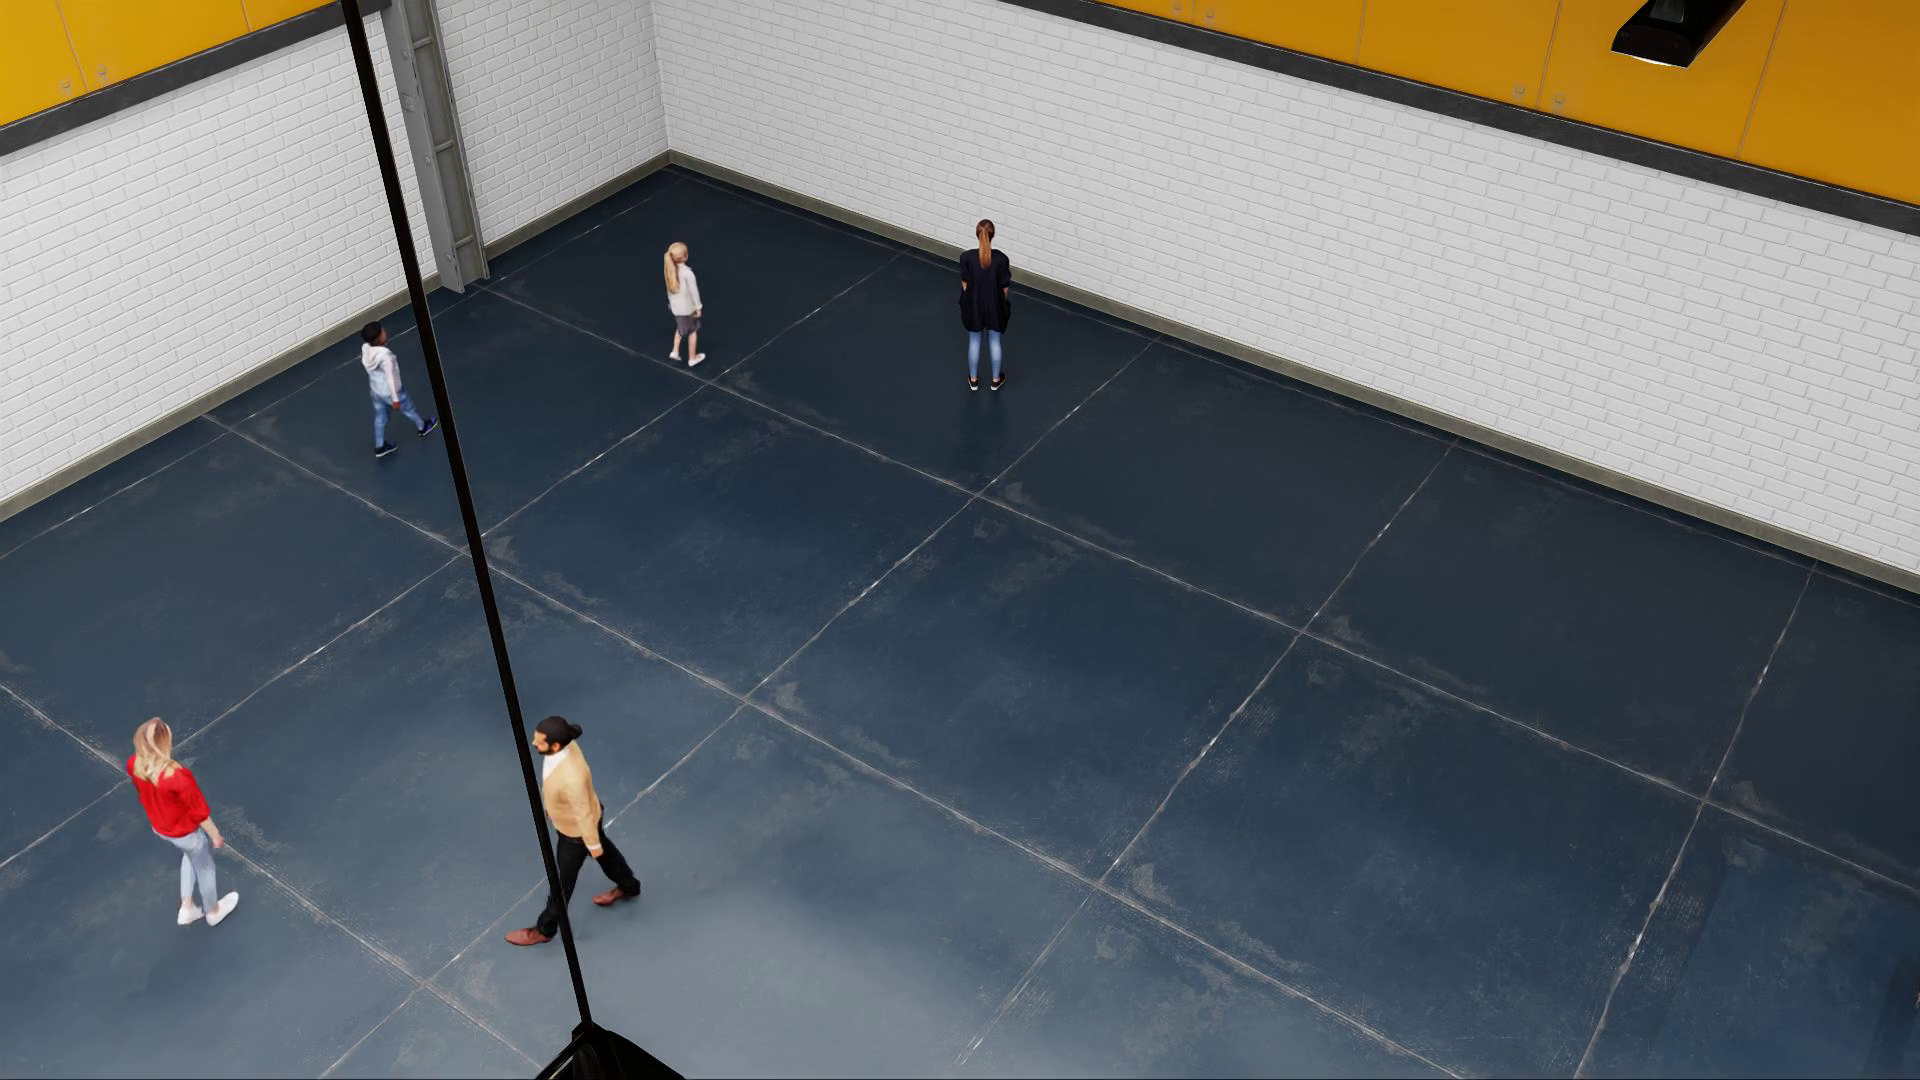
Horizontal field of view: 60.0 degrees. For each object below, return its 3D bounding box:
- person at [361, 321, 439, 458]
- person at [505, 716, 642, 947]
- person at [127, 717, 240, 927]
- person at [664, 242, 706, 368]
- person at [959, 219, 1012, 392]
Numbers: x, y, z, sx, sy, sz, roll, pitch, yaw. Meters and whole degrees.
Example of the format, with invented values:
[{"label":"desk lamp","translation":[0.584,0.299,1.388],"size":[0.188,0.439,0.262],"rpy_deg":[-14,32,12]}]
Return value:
[{"label":"person","translation":[-4.912,-1.258,14.103],"size":[0.499,1.225,0.850],"rpy_deg":[23,44,26]},{"label":"person","translation":[-2.233,1.688,10.026],"size":[1.213,1.711,1.050],"rpy_deg":[-15,41,-18]},{"label":"person","translation":[-4.705,1.769,9.937],"size":[0.704,1.694,0.702],"rpy_deg":[15,41,18]},{"label":"person","translation":[-2.555,-2.123,15.154],"size":[0.511,1.266,0.600],"rpy_deg":[23,44,26]},{"label":"person","translation":[0.223,-2.081,14.767],"size":[0.714,1.684,0.717],"rpy_deg":[4,39,5]}]
